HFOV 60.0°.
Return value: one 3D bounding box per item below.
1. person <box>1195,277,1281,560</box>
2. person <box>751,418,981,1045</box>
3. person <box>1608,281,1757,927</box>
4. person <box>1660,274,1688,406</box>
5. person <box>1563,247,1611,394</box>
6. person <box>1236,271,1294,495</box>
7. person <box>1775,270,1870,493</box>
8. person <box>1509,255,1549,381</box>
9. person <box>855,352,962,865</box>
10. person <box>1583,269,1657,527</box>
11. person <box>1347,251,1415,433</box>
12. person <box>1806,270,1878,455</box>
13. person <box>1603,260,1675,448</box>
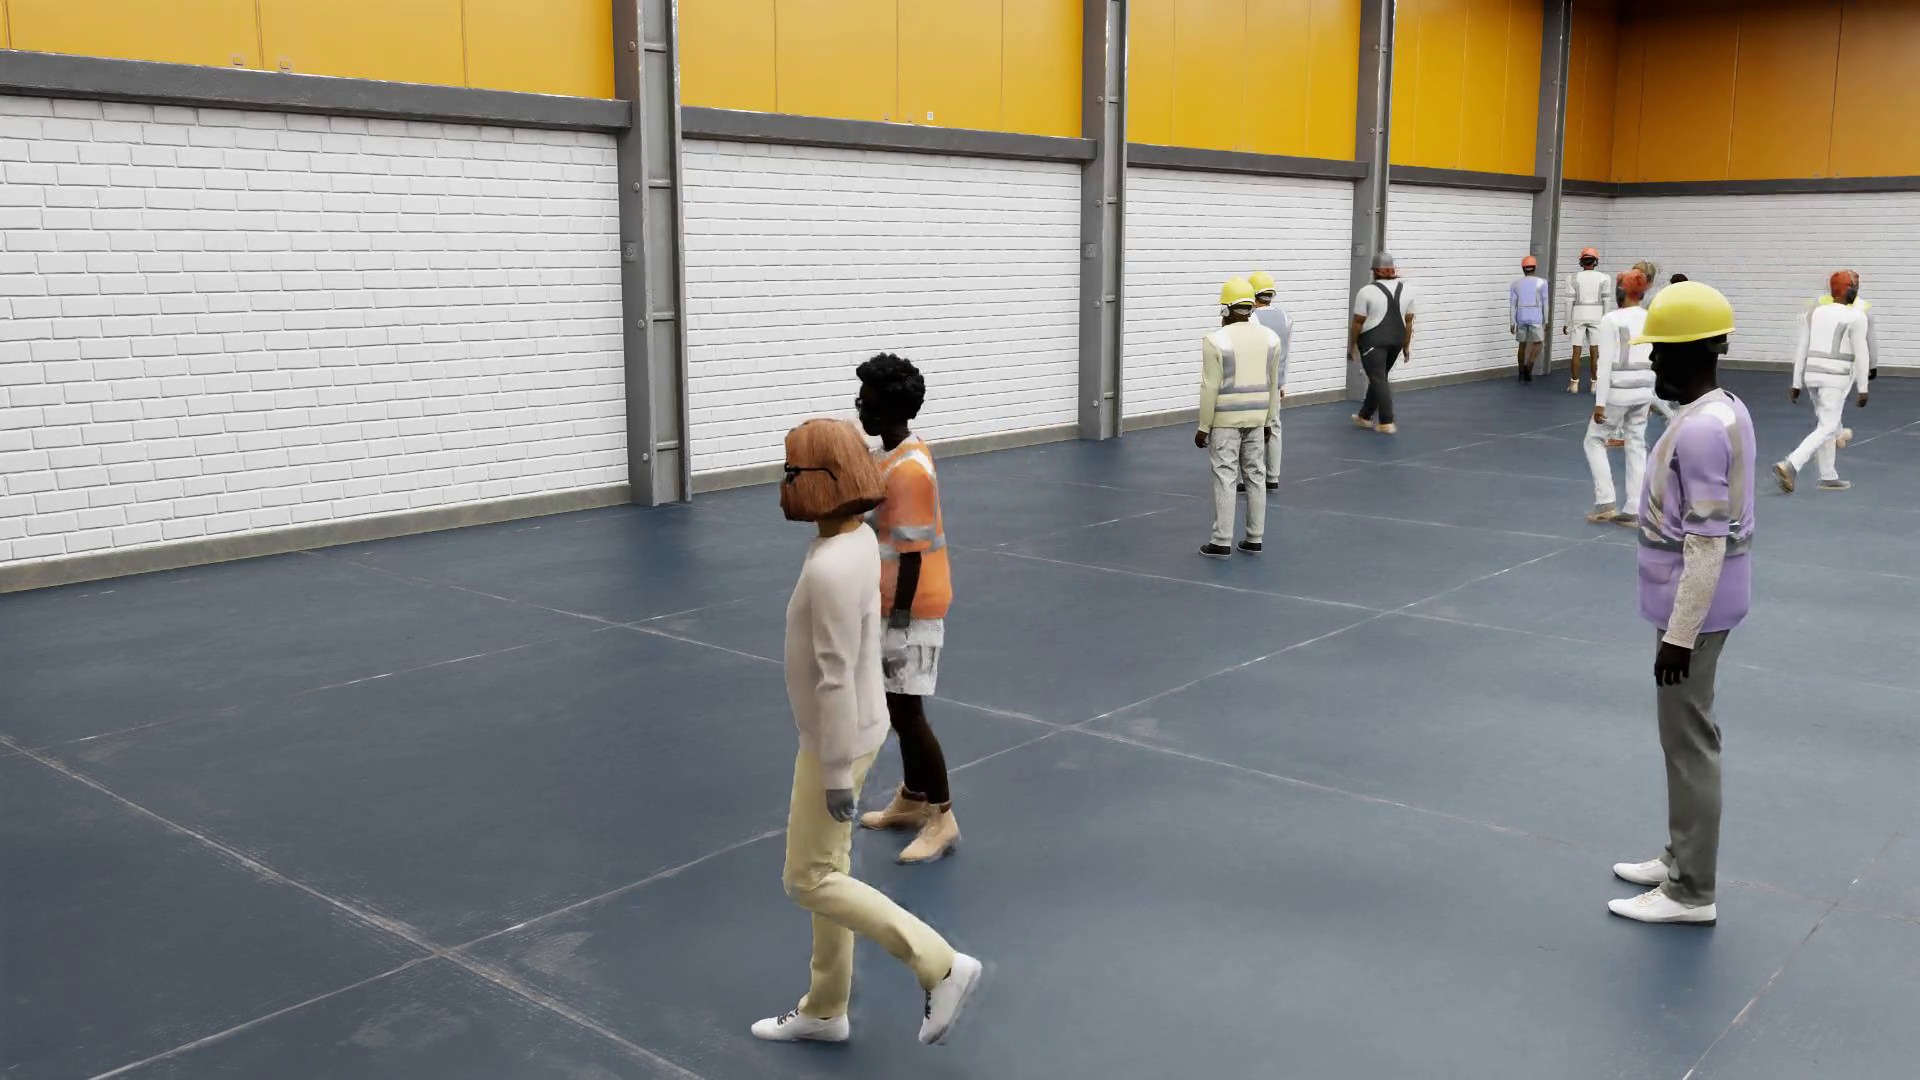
[{"bbox_3d":[1.791,-0.788,10.853,0.588,1.835,0.403,-5,11,-25],"label":"person"},{"bbox_3d":[-0.251,0.505,4.114,0.523,1.619,0.504,1,10,5],"label":"person"},{"bbox_3d":[2.161,0.196,4.993,0.381,1.923,0.592,5,11,26],"label":"person"},{"bbox_3d":[9.185,-2.565,21.365,0.539,1.694,0.318,-1,10,-7],"label":"person"},{"bbox_3d":[8.725,-3.053,23.188,0.605,2.033,0.392,2,10,13],"label":"person"},{"bbox_3d":[2.445,-1.280,13.656,0.588,1.834,0.403,-7,12,-33],"label":"person"},{"bbox_3d":[7.117,-1.295,13.740,0.866,1.853,0.590,-3,11,-19],"label":"person"},{"bbox_3d":[8.566,-3.327,25.057,0.594,1.921,0.691,6,12,31],"label":"person"},{"bbox_3d":[-0.190,0.226,5.532,0.328,1.689,0.570,-1,10,-8],"label":"person"},{"bbox_3d":[4.839,-1.033,12.157,0.603,1.861,0.570,-4,11,-20],"label":"person"},{"bbox_3d":[4.621,-2.222,18.430,0.692,2.000,1.007,-4,11,-21],"label":"person"},{"bbox_3d":[8.740,-1.752,16.448,0.945,1.793,0.658,-7,12,-35],"label":"person"},{"bbox_3d":[6.938,-1.868,16.795,0.870,1.912,0.639,0,10,0],"label":"person"}]
